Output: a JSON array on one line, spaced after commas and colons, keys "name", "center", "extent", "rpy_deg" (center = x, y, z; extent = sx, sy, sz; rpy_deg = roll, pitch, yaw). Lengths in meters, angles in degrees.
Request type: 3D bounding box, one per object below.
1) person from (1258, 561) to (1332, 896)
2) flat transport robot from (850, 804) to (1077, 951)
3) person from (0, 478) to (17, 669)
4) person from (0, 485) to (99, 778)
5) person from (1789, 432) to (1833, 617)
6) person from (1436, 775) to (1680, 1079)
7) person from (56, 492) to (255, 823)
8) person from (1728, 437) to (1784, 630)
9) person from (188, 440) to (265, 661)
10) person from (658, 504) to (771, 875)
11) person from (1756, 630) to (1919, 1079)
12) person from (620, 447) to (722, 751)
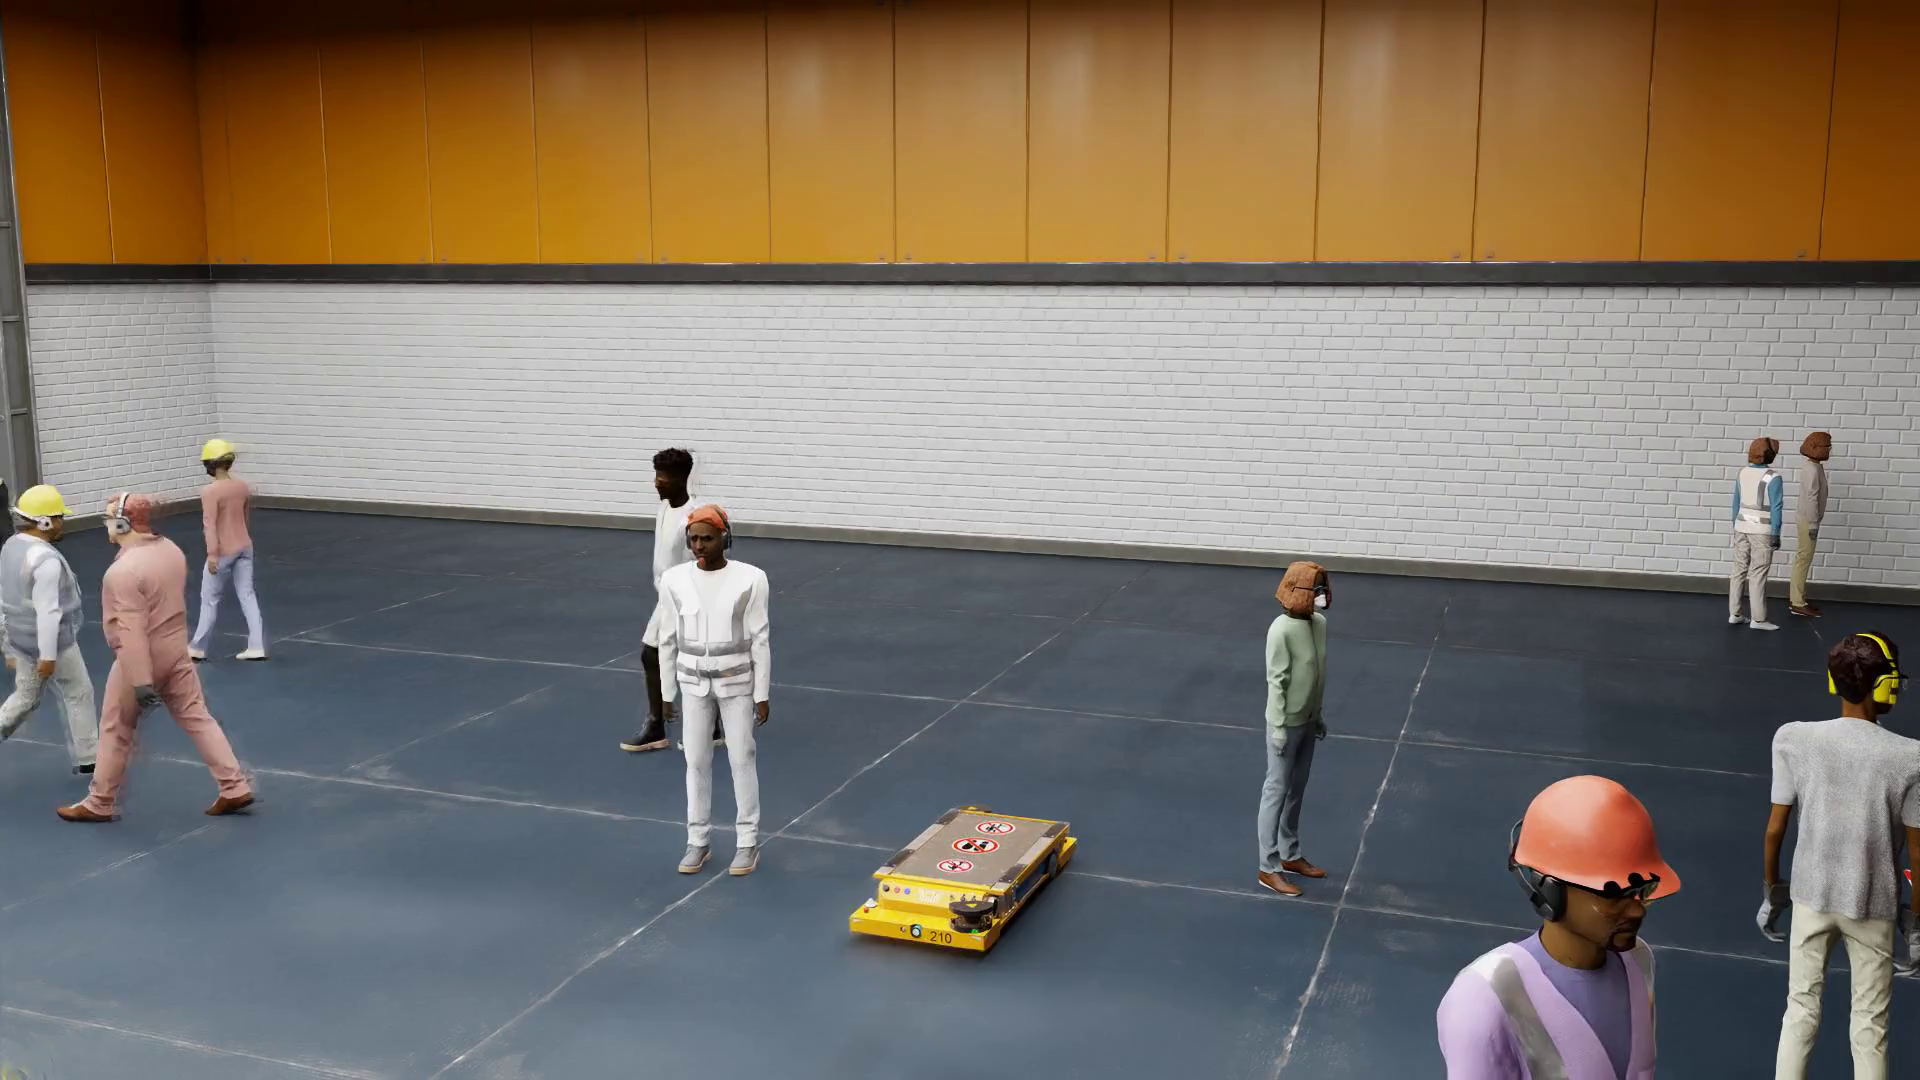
[{"name": "person", "center": [1.664, 0.907, 8.198], "extent": [0.286, 1.634, 0.500], "rpy_deg": [7, 12, 38]}, {"name": "flat transport robot", "center": [0.055, 1.604, 8.089], "extent": [0.652, 0.197, 1.431], "rpy_deg": [3, 10, 20]}, {"name": "person", "center": [-7.354, 0.128, 12.469], "extent": [0.654, 1.811, 0.848], "rpy_deg": [-2, 9, -11]}, {"name": "person", "center": [-5.449, 0.573, 9.768], "extent": [0.587, 1.801, 0.830], "rpy_deg": [7, 11, 36]}, {"name": "person", "center": [7.554, -0.148, 14.751], "extent": [0.279, 1.633, 0.500], "rpy_deg": [4, 10, 24]}, {"name": "person", "center": [1.235, 1.472, 3.421], "extent": [0.605, 2.045, 0.379], "rpy_deg": [-7, 11, -36]}, {"name": "person", "center": [-4.440, 0.651, 9.130], "extent": [1.034, 1.859, 0.637], "rpy_deg": [1, 9, 6]}, {"name": "person", "center": [6.775, -0.057, 14.157], "extent": [0.314, 1.641, 0.515], "rpy_deg": [-2, 9, -15]}, {"name": "person", "center": [-5.769, 0.088, 12.935], "extent": [0.729, 1.733, 0.550], "rpy_deg": [3, 10, 16]}, {"name": "person", "center": [-1.236, 0.753, 8.393], "extent": [0.575, 1.882, 0.353], "rpy_deg": [1, 9, 7]}, {"name": "person", "center": [2.927, 1.225, 5.521], "extent": [0.517, 1.865, 0.334], "rpy_deg": [7, 12, 39]}, {"name": "person", "center": [-1.829, 0.395, 10.378], "extent": [0.790, 1.942, 0.619], "rpy_deg": [-7, 11, -35]}]
